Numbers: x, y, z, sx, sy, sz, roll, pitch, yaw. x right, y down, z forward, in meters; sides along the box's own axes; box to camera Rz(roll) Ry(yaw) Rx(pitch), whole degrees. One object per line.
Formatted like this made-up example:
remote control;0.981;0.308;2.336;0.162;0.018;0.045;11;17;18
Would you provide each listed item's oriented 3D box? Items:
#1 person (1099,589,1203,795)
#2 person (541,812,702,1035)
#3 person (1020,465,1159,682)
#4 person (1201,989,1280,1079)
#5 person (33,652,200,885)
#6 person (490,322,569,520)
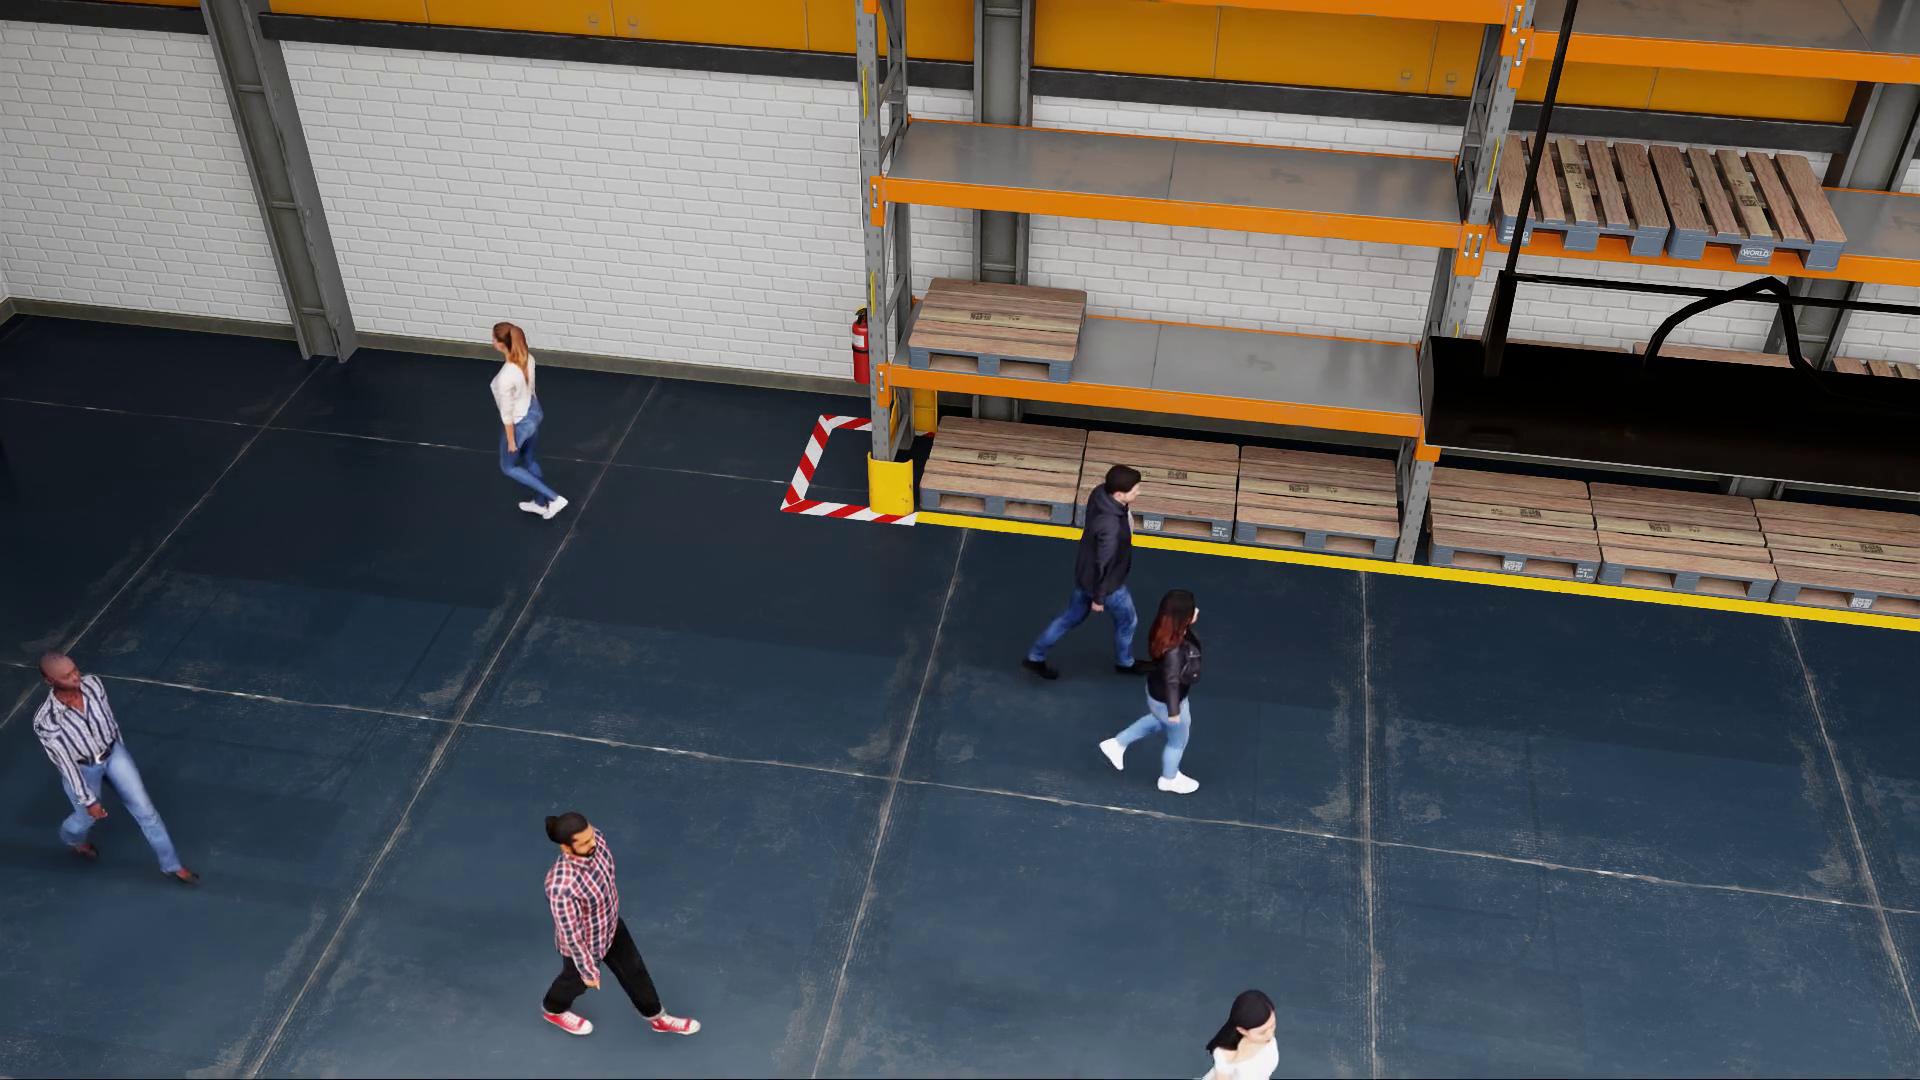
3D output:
person;1.209;0.942;10.205;0.916;1.616;0.723;1;39;1
person;-2.016;2.047;8.734;1.148;1.725;0.773;10;40;12
person;0.826;0.250;10.894;1.286;1.838;0.935;-6;39;-7
person;1.230;2.663;7.948;0.967;1.744;1.070;-28;47;-31
person;-5.059;1.338;9.598;1.177;1.755;0.823;16;41;19
person;-3.182;-0.836;12.358;0.732;1.709;0.658;10;40;12
